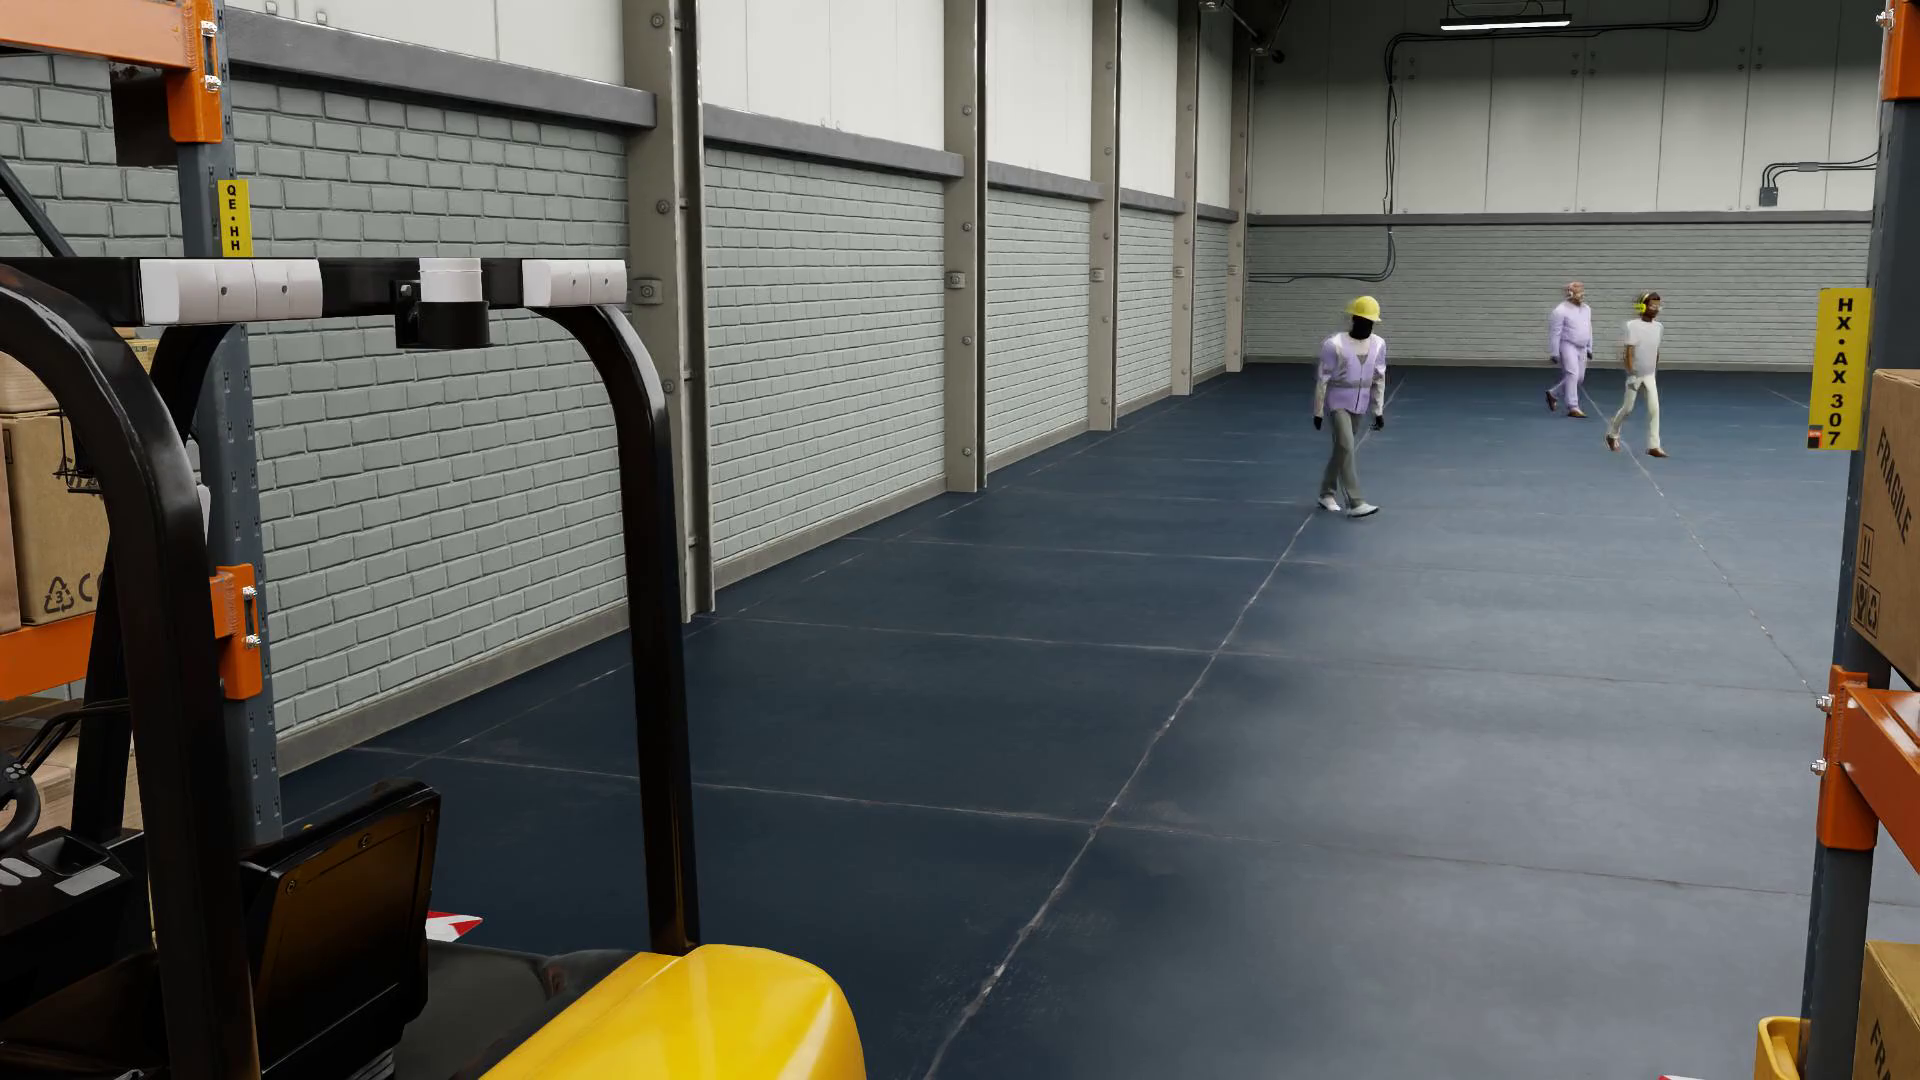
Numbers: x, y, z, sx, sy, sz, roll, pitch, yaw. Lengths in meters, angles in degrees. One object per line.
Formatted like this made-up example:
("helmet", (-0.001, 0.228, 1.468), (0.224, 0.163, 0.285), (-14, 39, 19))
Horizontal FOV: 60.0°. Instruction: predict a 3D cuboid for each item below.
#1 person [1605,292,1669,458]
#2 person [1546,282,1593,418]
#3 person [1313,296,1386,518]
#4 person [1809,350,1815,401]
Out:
("person", (7.621, -1.862, 18.664), (0.514, 1.833, 0.920), (-2, 10, -12))
("person", (8.545, -2.671, 23.301), (0.652, 1.888, 0.761), (-6, 11, -30))
("person", (3.329, -1.128, 14.168), (0.592, 1.872, 0.967), (-4, 10, -23))
("person", (13.382, -2.938, 25.646), (0.500, 1.633, 0.280), (-3, 10, -19))
